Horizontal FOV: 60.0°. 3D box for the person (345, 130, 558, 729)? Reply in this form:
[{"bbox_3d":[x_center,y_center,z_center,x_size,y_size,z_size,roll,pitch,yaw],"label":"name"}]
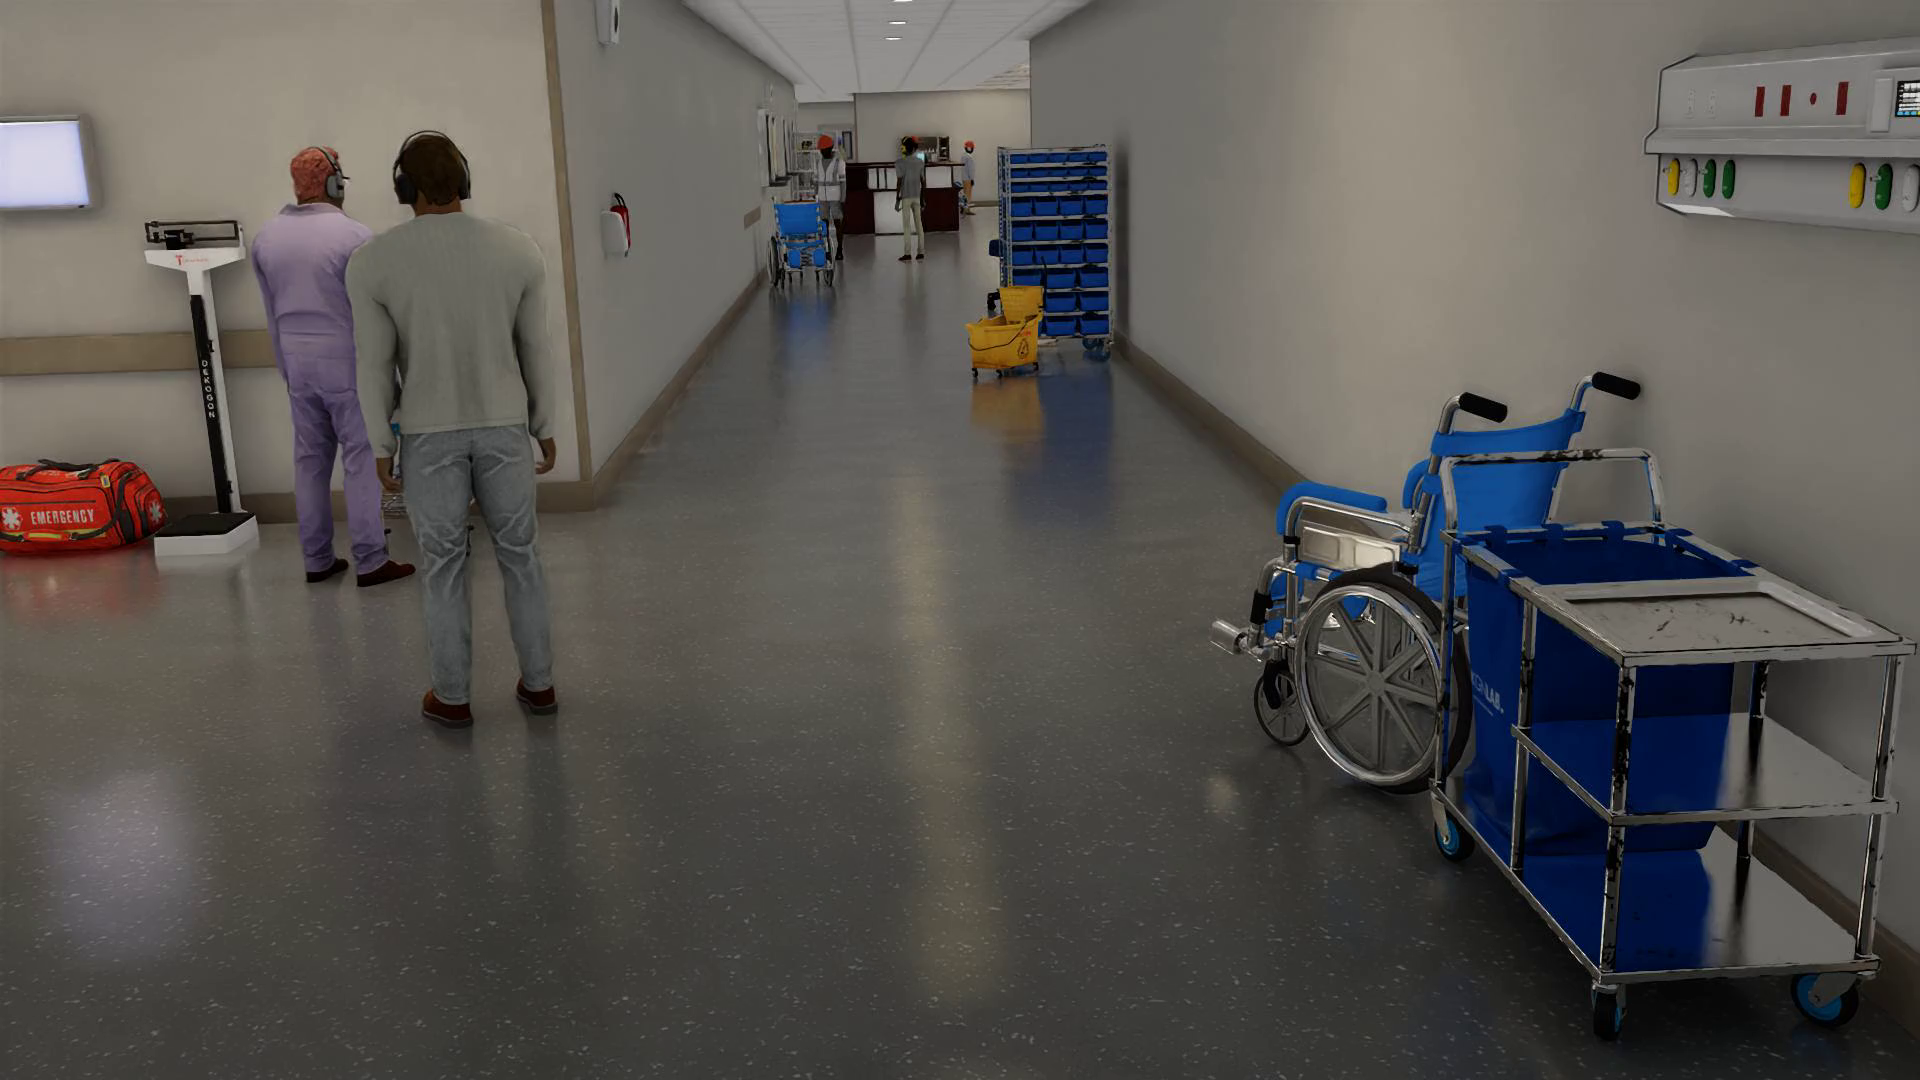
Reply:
[{"bbox_3d":[-1.621,-0.345,5.432,0.628,1.932,0.372,-8,15,-25],"label":"person"}]

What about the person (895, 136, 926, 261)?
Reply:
[{"bbox_3d":[-0.770,-5.228,25.510,0.514,1.876,0.328,-9,16,-28],"label":"person"}]

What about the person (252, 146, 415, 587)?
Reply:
[{"bbox_3d":[-2.710,-0.749,7.280,0.644,1.900,0.399,4,15,21],"label":"person"}]

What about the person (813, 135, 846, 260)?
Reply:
[{"bbox_3d":[-2.044,-5.348,26.045,0.546,1.928,0.385,4,15,22],"label":"person"}]

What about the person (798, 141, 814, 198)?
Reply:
[{"bbox_3d":[-3.410,-7.922,36.943,0.363,1.855,0.538,3,15,20],"label":"person"}]

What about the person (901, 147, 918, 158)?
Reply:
[{"bbox_3d":[-1.106,-8.619,39.576,0.601,1.827,0.403,-12,17,-35],"label":"person"}]

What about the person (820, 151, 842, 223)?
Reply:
[{"bbox_3d":[-2.891,-8.029,37.417,0.873,1.794,0.657,-2,14,-1],"label":"person"}]

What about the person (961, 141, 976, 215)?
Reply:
[{"bbox_3d":[0.214,-8.614,39.588,0.369,1.741,0.562,-6,14,-16],"label":"person"}]
